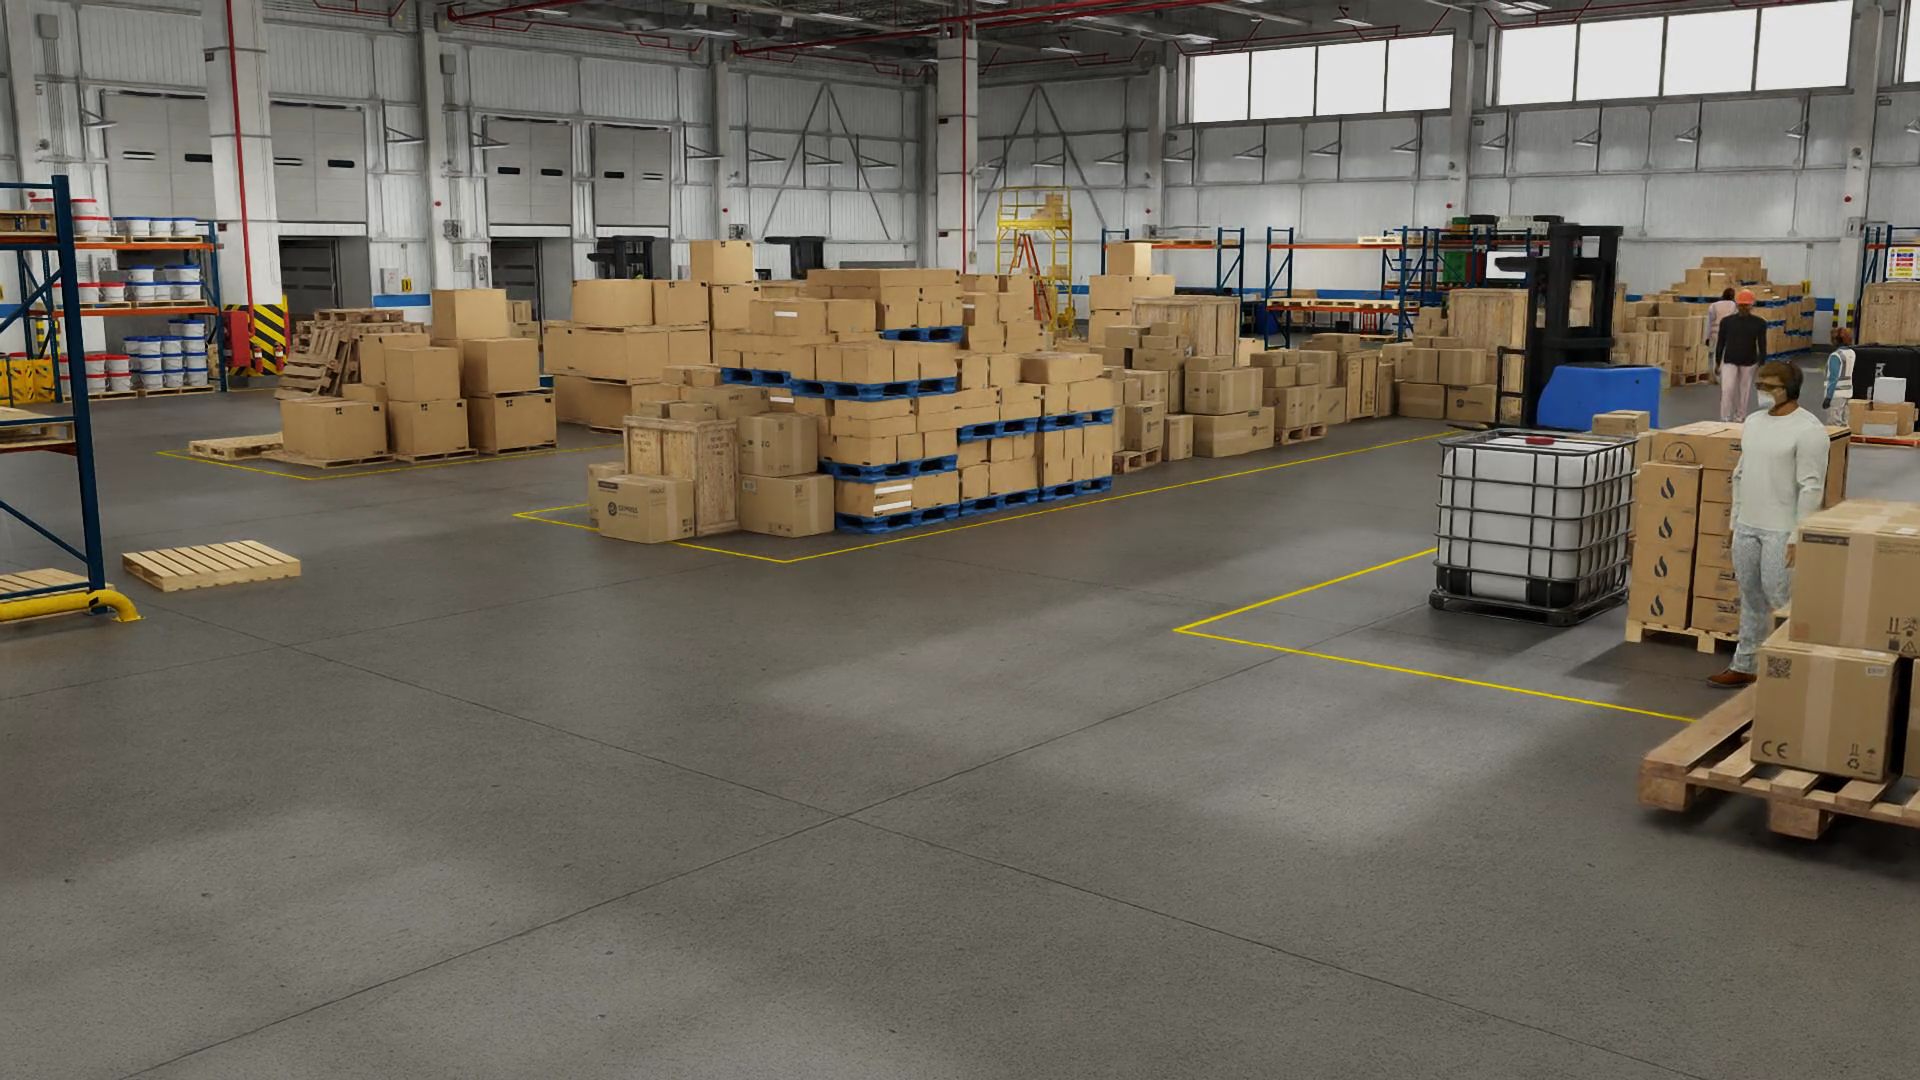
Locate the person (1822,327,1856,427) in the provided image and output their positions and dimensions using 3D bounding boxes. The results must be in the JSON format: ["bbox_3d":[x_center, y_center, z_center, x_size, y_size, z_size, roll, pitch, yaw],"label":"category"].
[{"bbox_3d":[10.207,-1.654,19.339,0.513,1.641,0.307,-9,13,-41],"label":"person"}]

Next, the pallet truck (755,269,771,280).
[{"bbox_3d":[-4.996,-6.432,45.525,1.885,1.965,0.823,-6,12,-32],"label":"pallet truck"}]

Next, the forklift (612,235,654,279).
[{"bbox_3d":[-7.297,-5.450,37.421,1.873,2.768,1.129,8,13,40],"label":"forklift"}]

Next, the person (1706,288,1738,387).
[{"bbox_3d":[14.160,-3.736,30.715,0.651,1.807,0.866,7,12,34],"label":"person"}]

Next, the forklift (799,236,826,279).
[{"bbox_3d":[-3.510,-5.873,39.831,1.873,2.768,1.129,2,10,14],"label":"forklift"}]

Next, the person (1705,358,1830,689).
[{"bbox_3d":[4.567,-0.054,9.382,0.372,1.940,0.632,-2,10,-13],"label":"person"}]

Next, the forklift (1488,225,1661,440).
[{"bbox_3d":[7.849,-2.577,21.065,1.129,2.768,1.873,-5,11,-24],"label":"forklift"}]

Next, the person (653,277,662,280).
[{"bbox_3d":[-6.519,-4.725,36.018,0.634,1.930,0.384,-5,11,-26],"label":"person"}]

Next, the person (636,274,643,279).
[{"bbox_3d":[-7.524,-5.300,39.280,0.370,1.925,0.594,8,13,37],"label":"person"}]

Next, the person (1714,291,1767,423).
[{"bbox_3d":[10.661,-2.413,22.750,0.652,1.951,0.962,5,11,28],"label":"person"}]
